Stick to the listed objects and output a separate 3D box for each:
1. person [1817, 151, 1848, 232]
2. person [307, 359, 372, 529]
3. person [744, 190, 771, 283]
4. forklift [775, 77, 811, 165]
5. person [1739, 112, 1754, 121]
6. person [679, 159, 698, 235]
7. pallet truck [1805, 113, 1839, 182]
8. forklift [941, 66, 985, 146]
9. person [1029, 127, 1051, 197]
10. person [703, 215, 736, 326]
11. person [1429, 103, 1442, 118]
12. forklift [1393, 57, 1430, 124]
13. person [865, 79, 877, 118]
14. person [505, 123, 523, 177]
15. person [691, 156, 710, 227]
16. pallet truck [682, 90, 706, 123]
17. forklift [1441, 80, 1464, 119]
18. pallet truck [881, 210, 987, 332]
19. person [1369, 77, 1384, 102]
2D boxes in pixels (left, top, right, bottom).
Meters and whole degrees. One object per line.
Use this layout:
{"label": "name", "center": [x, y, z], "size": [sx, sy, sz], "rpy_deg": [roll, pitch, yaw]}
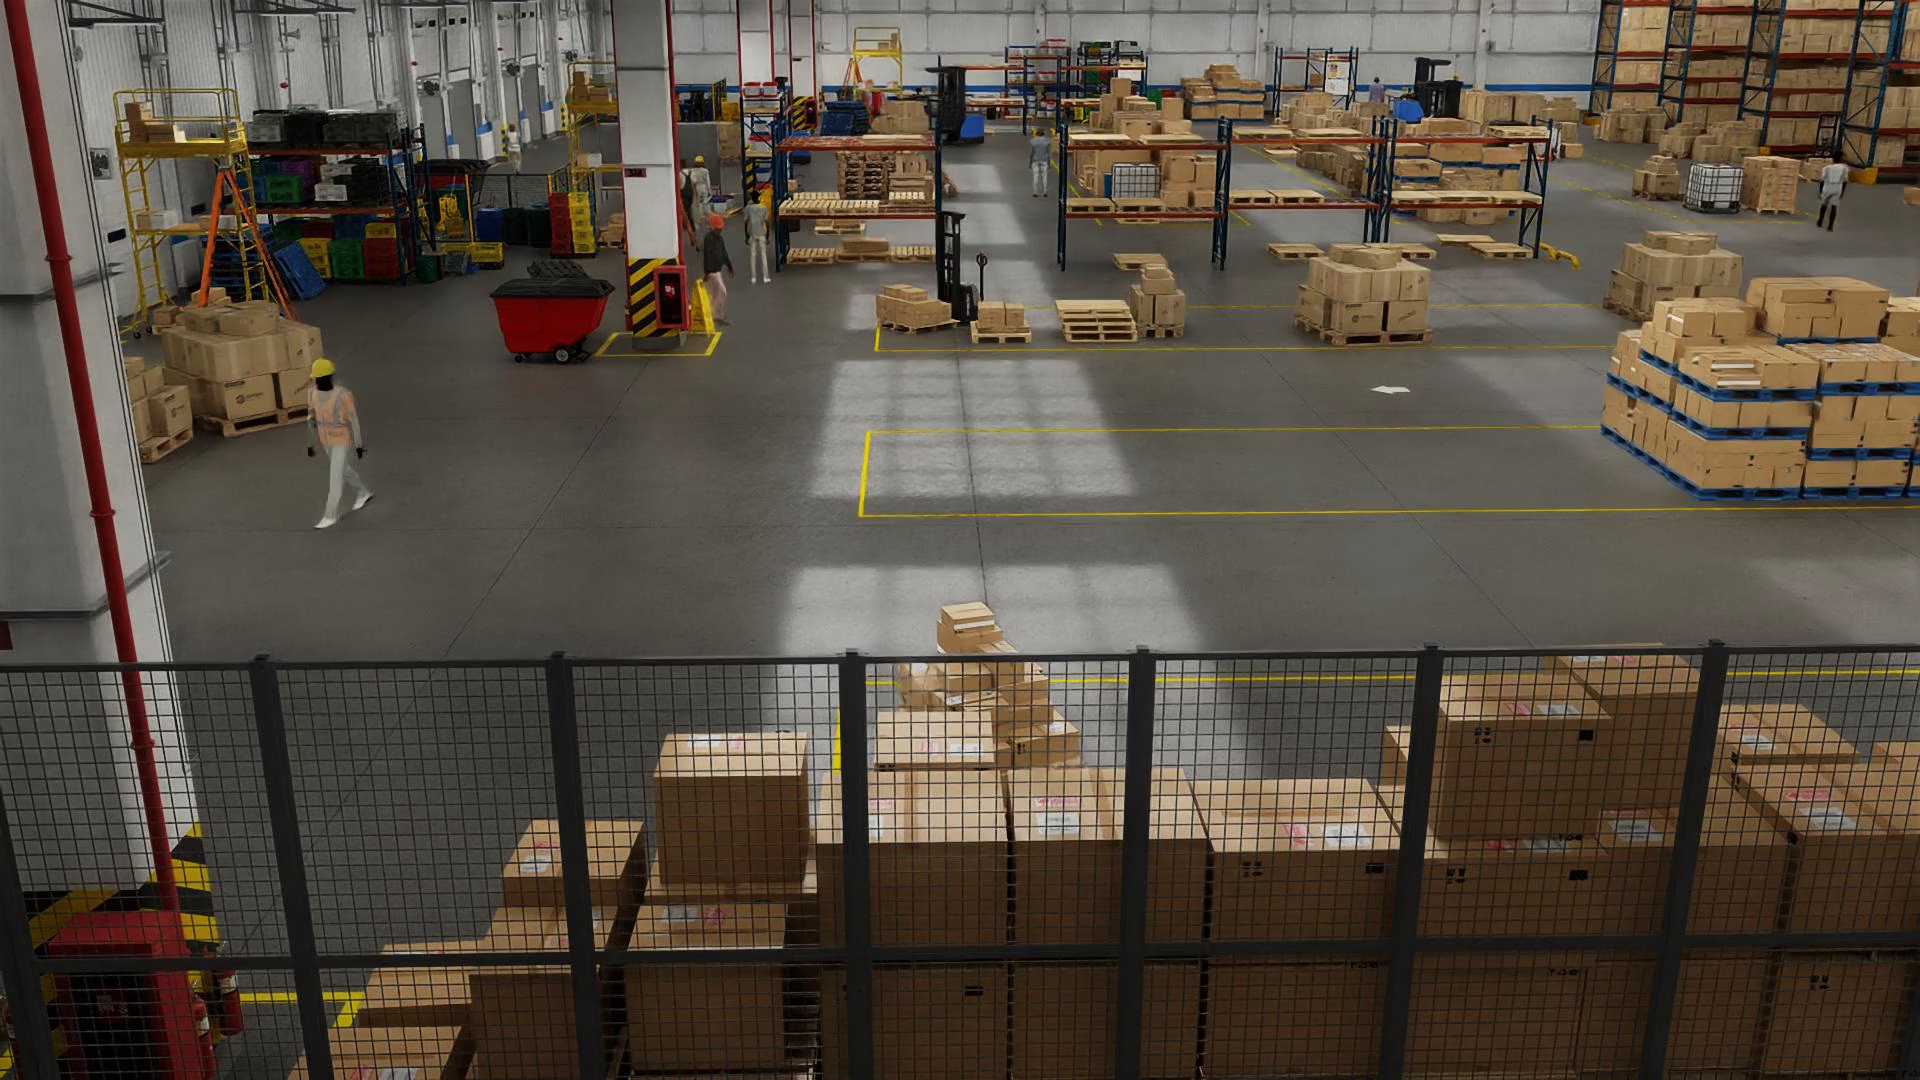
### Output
{"label": "person", "center": [21.320, -8.532, 40.683], "size": [0.613, 1.907, 1.043], "rpy_deg": [6, 20, 18]}
{"label": "person", "center": [-7.072, -1.153, 18.853], "size": [0.606, 1.884, 1.010], "rpy_deg": [8, 20, 22]}
{"label": "person", "center": [-4.104, -6.135, 33.641], "size": [0.513, 1.863, 0.329], "rpy_deg": [0, 19, 0]}
{"label": "forklift", "center": [-5.920, -13.893, 55.085], "size": [1.873, 2.768, 1.129], "rpy_deg": [-1, 19, -1]}
{"label": "person", "center": [28.357, -15.011, 59.928], "size": [0.415, 1.893, 0.657], "rpy_deg": [-8, 20, -22]}
{"label": "person", "center": [-6.634, -8.283, 40.133], "size": [0.511, 1.782, 0.976], "rpy_deg": [-15, 24, -38]}
{"label": "pallet truck", "center": [26.403, -11.957, 50.702], "size": [0.823, 1.965, 1.885], "rpy_deg": [6, 19, 16]}
{"label": "forklift", "center": [-0.117, -16.078, 61.569], "size": [1.873, 2.768, 1.129], "rpy_deg": [-10, 21, -27]}
{"label": "person", "center": [2.249, -10.641, 46.890], "size": [0.629, 1.939, 0.372], "rpy_deg": [0, 19, 0]}
{"label": "person", "center": [-4.254, -4.758, 29.372], "size": [0.648, 1.966, 0.647], "rpy_deg": [3, 19, 9]}
{"label": "person", "center": [15.804, -13.453, 55.155], "size": [0.612, 1.987, 0.399], "rpy_deg": [0, 19, 0]}
{"label": "forklift", "center": [19.009, -18.498, 68.747], "size": [1.873, 2.768, 1.129], "rpy_deg": [-1, 19, -1]}
{"label": "person", "center": [-3.763, -18.433, 70.080], "size": [1.011, 1.882, 0.566], "rpy_deg": [-8, 20, -23]}
{"label": "person", "center": [-13.895, -12.150, 51.830], "size": [0.537, 1.626, 0.371], "rpy_deg": [-2, 19, -7]}
{"label": "person", "center": [-6.444, -8.648, 41.289], "size": [0.488, 1.738, 0.322], "rpy_deg": [0, 19, 0]}
{"label": "pallet truck", "center": [-9.671, -15.907, 62.421], "size": [0.823, 1.965, 1.885], "rpy_deg": [5, 19, 15]}
{"label": "forklift", "center": [15.644, -13.239, 53.146], "size": [1.873, 2.768, 1.129], "rpy_deg": [-1, 19, -1]}
{"label": "pallet truck", "center": [-0.493, -4.759, 29.349], "size": [1.885, 1.965, 0.823], "rpy_deg": [-13, 23, -34]}
{"label": "person", "center": [17.776, -18.820, 71.160], "size": [0.629, 1.935, 0.372], "rpy_deg": [0, 19, 0]}
